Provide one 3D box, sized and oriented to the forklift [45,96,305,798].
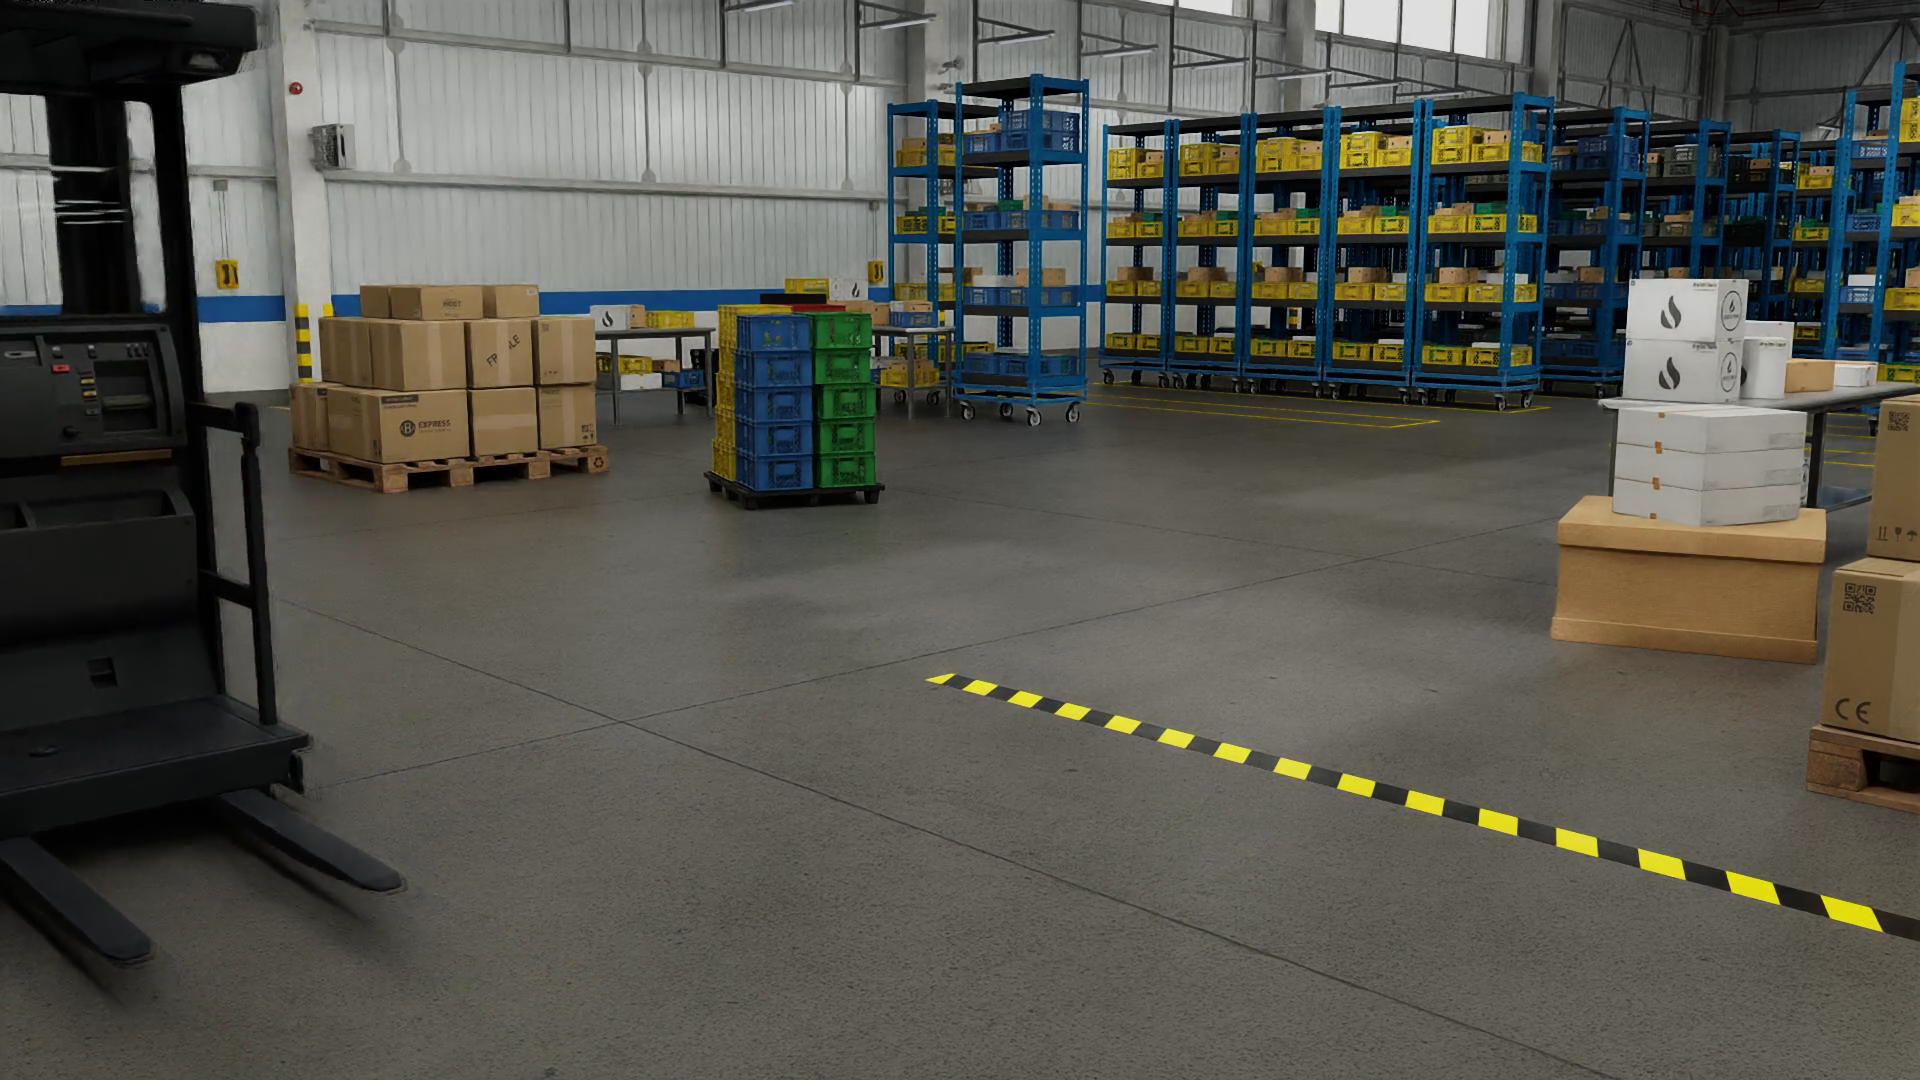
[{"bbox_3d":[-3.104,-0.609,5.272,1.129,2.768,1.873,-9,13,-43],"label":"forklift"}]
